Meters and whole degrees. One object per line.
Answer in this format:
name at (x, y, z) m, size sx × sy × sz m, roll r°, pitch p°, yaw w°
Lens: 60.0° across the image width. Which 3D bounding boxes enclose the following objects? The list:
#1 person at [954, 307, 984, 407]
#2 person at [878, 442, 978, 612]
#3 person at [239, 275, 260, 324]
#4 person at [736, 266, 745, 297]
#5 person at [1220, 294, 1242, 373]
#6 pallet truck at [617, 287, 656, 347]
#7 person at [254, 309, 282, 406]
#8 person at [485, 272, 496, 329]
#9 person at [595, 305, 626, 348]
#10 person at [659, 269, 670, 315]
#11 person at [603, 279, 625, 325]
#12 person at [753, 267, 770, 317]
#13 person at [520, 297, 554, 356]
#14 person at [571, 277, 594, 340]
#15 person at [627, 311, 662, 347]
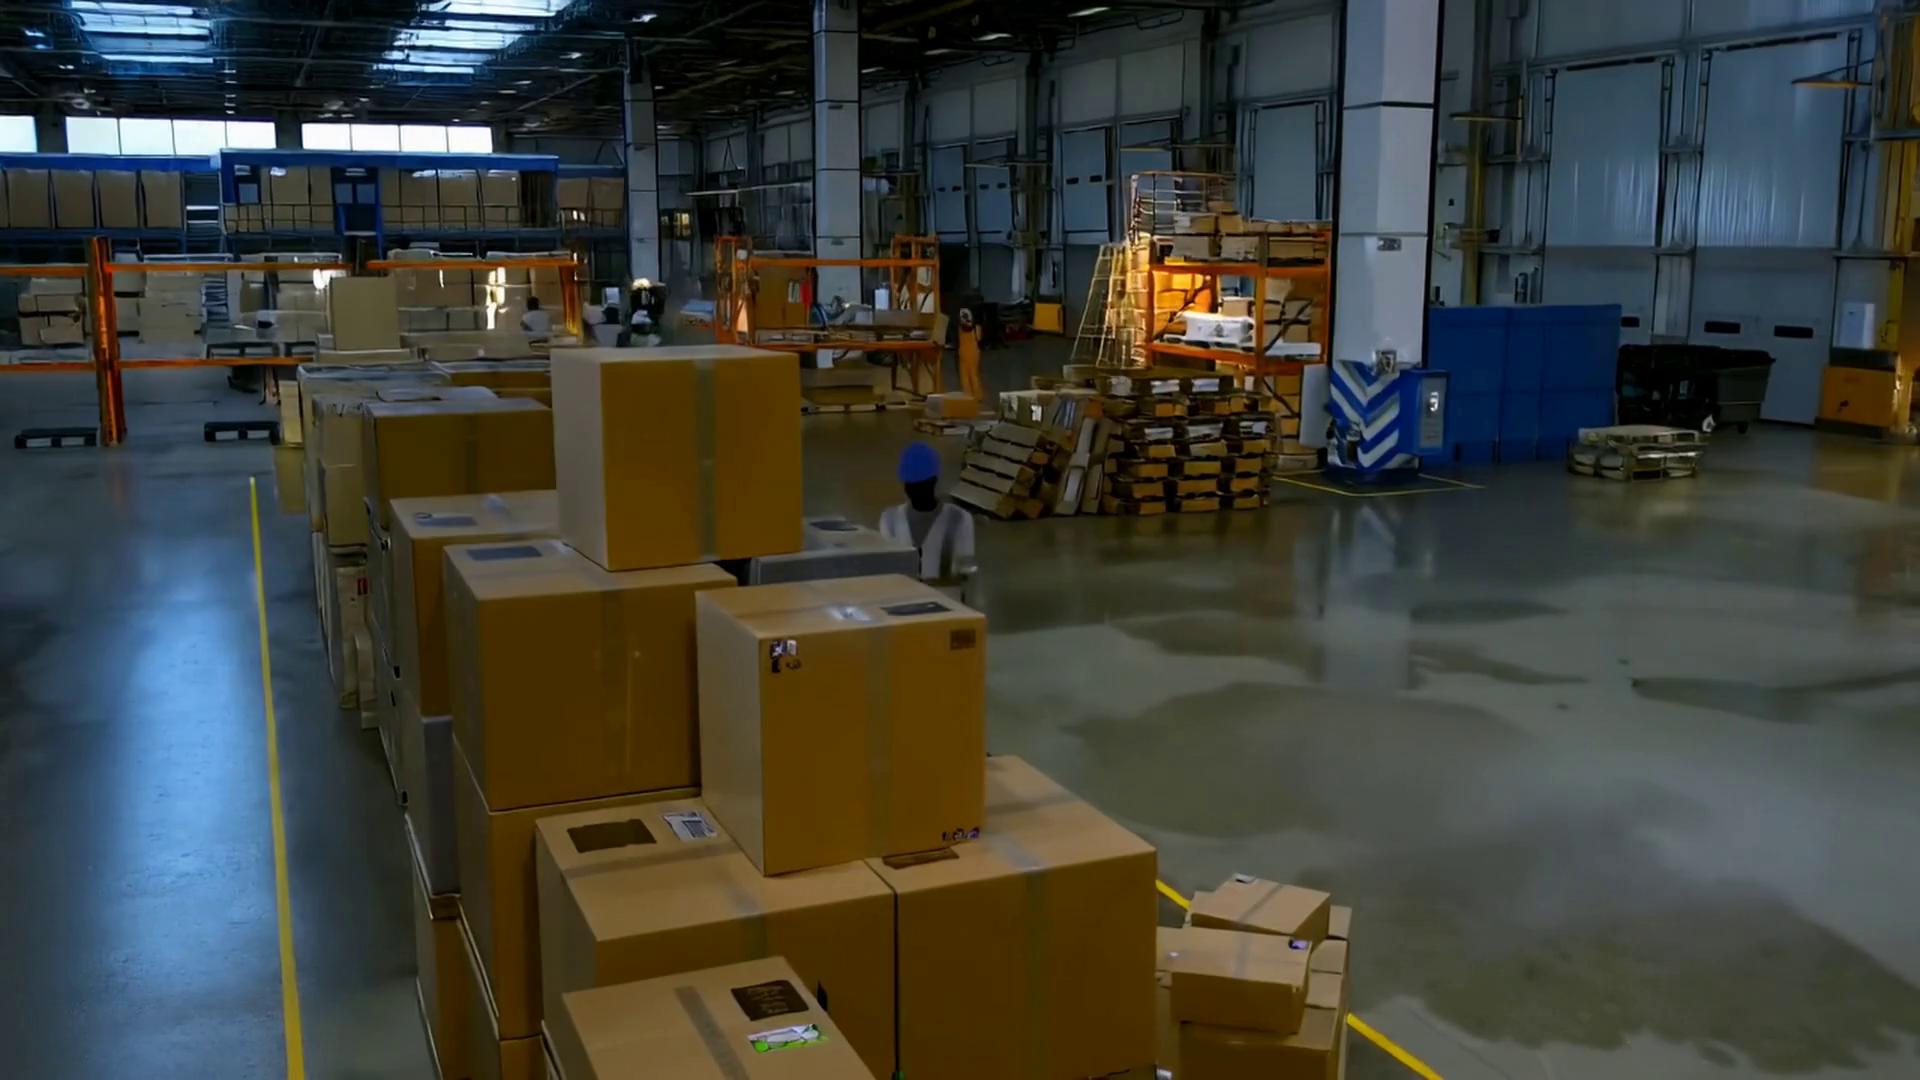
person at (0.173, -3.140, 28.912) m, size 0.538 × 1.823 × 0.569 m, roll 3°, pitch 11°, yaw 14°
person at (-0.183, 0.423, 8.988) m, size 0.588 × 1.924 × 0.572 m, roll 3°, pitch 11°, yaw 18°
person at (-19.554, -6.285, 45.765) m, size 0.381 × 1.994 × 0.620 m, roll 5°, pitch 11°, yaw 26°
person at (-9.956, -11.548, 74.801) m, size 0.611 × 1.985 × 0.394 m, roll -1°, pitch 10°, yaw -5°
person at (5.250, -3.849, 32.579) m, size 0.843 × 1.898 × 0.545 m, roll -1°, pitch 10°, yaw -6°
pallet truck at (-6.464, -4.406, 35.401) m, size 0.823 × 1.965 × 1.885 m, roll 6°, pitch 12°, yaw 32°
person at (-12.448, -3.281, 29.904) m, size 0.494 × 1.743 × 0.307 m, roll 1°, pitch 10°, yaw 5°
person at (-14.876, -7.531, 52.787) m, size 0.370 × 1.941 × 0.627 m, roll -1°, pitch 10°, yaw -5°
person at (-5.758, -2.938, 27.563) m, size 0.613 × 1.906 × 0.440 m, roll 5°, pitch 12°, yaw 27°
person at (-11.720, -9.737, 65.341) m, size 0.616 × 1.802 × 0.814 m, roll 9°, pitch 14°, yaw 41°
person at (-9.945, -6.589, 47.862) m, size 0.627 × 1.845 × 0.429 m, roll -2°, pitch 10°, yaw -10°
person at (-7.728, -9.520, 63.846) m, size 0.811 × 1.912 × 0.552 m, roll 7°, pitch 13°, yaw 36°
person at (-8.014, -3.601, 31.220) m, size 0.921 × 1.901 × 0.666 m, roll 9°, pitch 14°, yaw 41°
person at (-11.293, -6.868, 49.311) m, size 1.005 × 1.868 × 0.615 m, roll 3°, pitch 11°, yaw 17°
person at (-4.711, -2.440, 24.760) m, size 0.594 × 1.925 × 0.370 m, roll 3°, pitch 11°, yaw 18°
